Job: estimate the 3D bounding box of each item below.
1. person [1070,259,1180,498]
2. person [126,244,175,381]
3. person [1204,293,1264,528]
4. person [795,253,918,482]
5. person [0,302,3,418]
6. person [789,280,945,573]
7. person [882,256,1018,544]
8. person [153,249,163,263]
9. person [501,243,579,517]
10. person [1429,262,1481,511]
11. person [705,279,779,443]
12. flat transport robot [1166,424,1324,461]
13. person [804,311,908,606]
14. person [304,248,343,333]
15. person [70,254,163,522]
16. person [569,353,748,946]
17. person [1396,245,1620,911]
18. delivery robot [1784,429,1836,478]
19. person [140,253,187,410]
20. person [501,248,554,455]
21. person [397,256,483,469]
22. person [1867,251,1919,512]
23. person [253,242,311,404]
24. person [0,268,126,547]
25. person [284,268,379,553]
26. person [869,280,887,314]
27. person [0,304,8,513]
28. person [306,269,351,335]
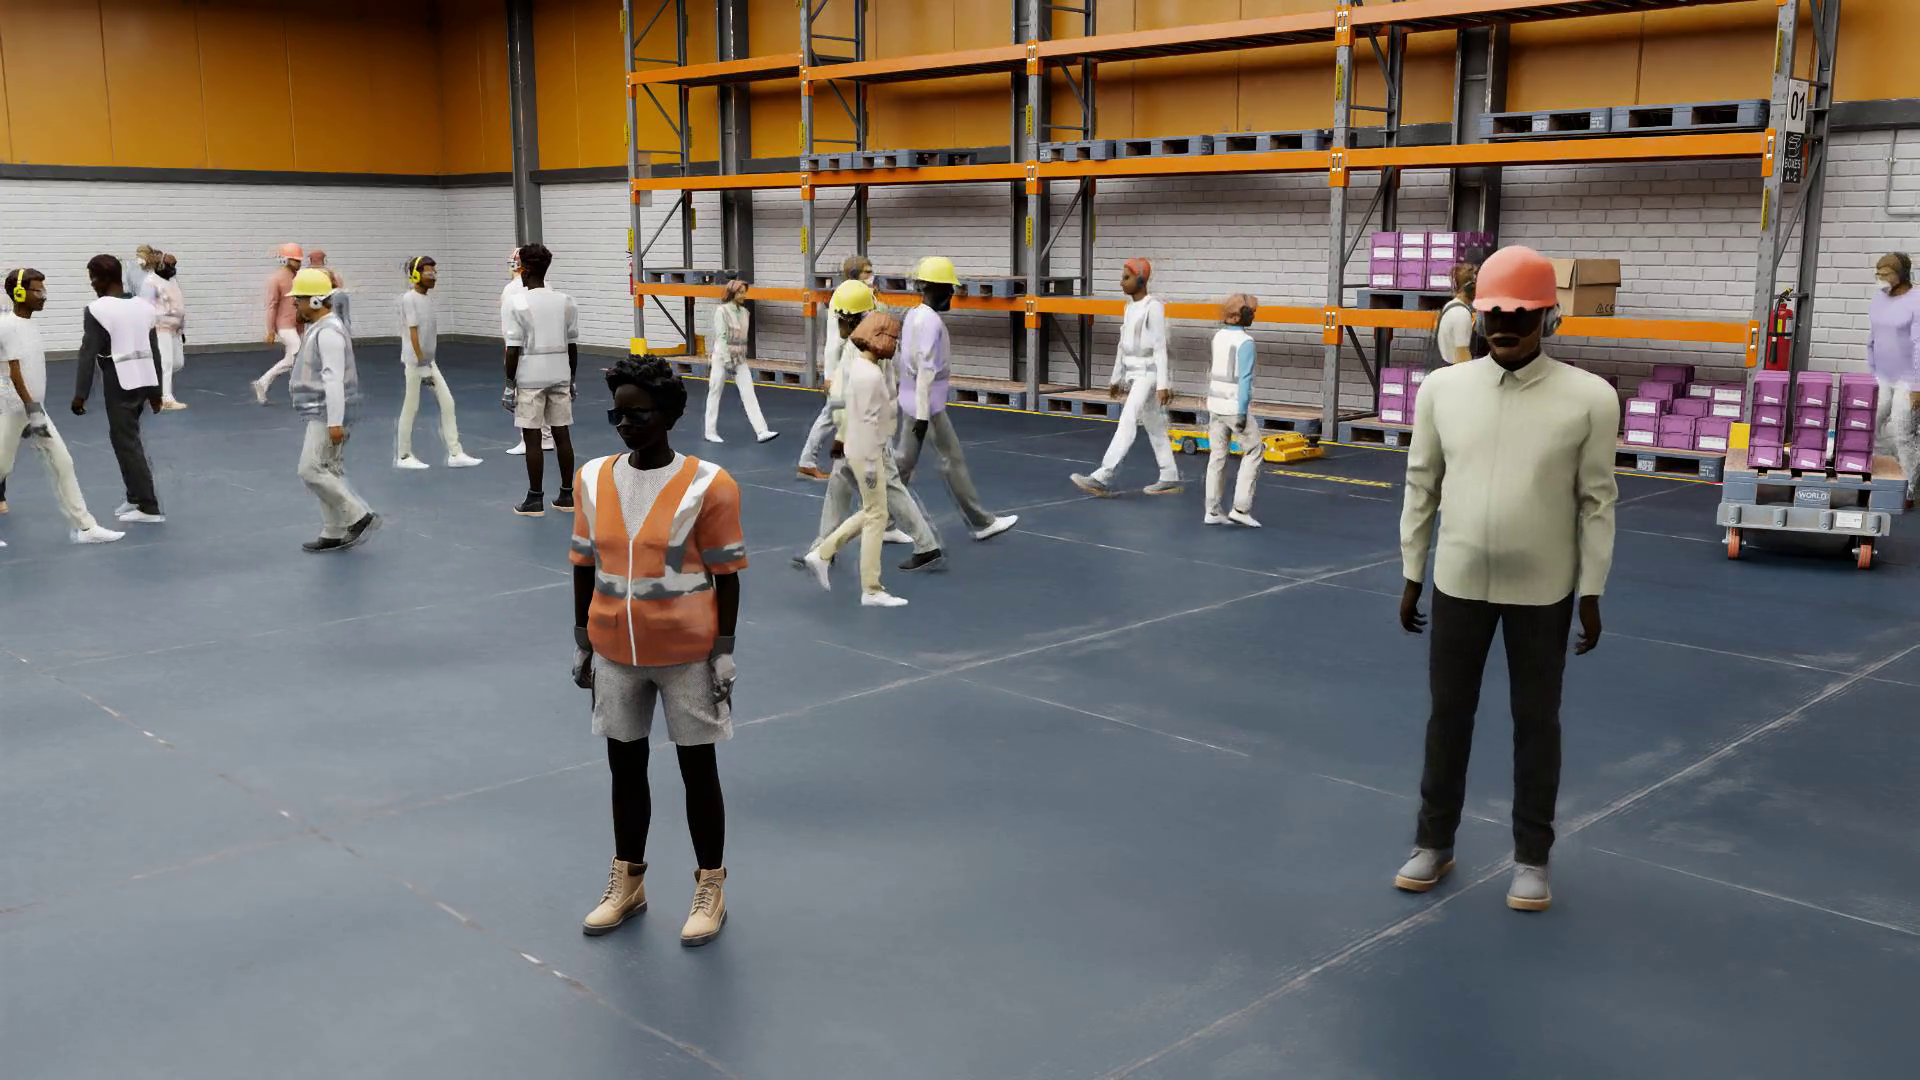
[{"bbox_3d":[1.306,-1.236,12.845,0.984,1.832,0.614,-2,11,-13],"label":"person"},{"bbox_3d":[-10.439,-2.882,21.606,0.638,1.919,0.759,1,10,6],"label":"person"},{"bbox_3d":[1.906,-0.891,11.541,0.437,1.626,0.528,-4,11,-21],"label":"person"},{"bbox_3d":[-0.891,-1.375,13.511,1.059,1.879,0.639,1,10,8],"label":"person"},{"bbox_3d":[-10.640,-2.130,18.028,0.734,1.721,0.480,8,13,36],"label":"person"},{"bbox_3d":[-0.534,-0.669,9.959,0.919,1.773,0.590,-2,11,-9],"label":"person"},{"bbox_3d":[-0.128,-0.896,10.864,0.985,1.873,0.607,-3,11,-14],"label":"person"},{"bbox_3d":[-13.208,-3.862,27.286,0.701,1.796,0.679,-3,11,-18],"label":"person"},{"bbox_3d":[-3.033,-1.153,12.035,0.363,1.966,0.610,10,14,43],"label":"person"},{"bbox_3d":[3.635,-1.104,12.148,0.464,1.827,0.558,2,11,11],"label":"person"},{"bbox_3d":[-2.163,-1.710,16.090,0.863,1.589,0.524,7,13,35],"label":"person"},{"bbox_3d":[2.566,-0.912,15.349,1.431,0.197,0.652,10,14,42],"label":"flat transport robot"},{"bbox_3d":[-0.573,-0.442,9.113,0.492,1.617,0.548,-2,11,-10],"label":"person"},{"bbox_3d":[-8.304,-2.839,21.526,0.655,1.870,0.946,-2,11,-9],"label":"person"},{"bbox_3d":[-5.967,-1.055,11.732,0.646,1.887,0.582,2,11,10],"label":"person"},{"bbox_3d":[-0.873,0.316,4.760,0.540,1.696,0.315,3,11,15],"label":"person"},{"bbox_3d":[1.623,0.124,5.002,0.622,1.990,0.402,6,12,29],"label":"person"},{"bbox_3d":[6.539,-0.594,12.572,0.707,0.478,0.477,-2,10,-12],"label":"delivery robot"},{"bbox_3d":[-9.362,-2.433,19.416,0.607,1.822,0.663,0,10,2],"label":"person"},{"bbox_3d":[-4.029,-1.743,15.418,0.403,1.906,0.651,4,11,21],"label":"person"},{"bbox_3d":[-4.541,-1.508,14.322,0.849,1.836,0.504,2,11,11],"label":"person"},{"bbox_3d":[6.819,-1.139,12.098,0.442,1.908,0.659,-3,11,-15],"label":"person"},{"bbox_3d":[-7.913,-2.500,19.445,0.930,1.950,0.581,2,11,11],"label":"person"},{"bbox_3d":[-6.082,-0.845,10.799,0.995,1.818,0.524,-1,10,-4],"label":"person"},{"bbox_3d":[-4.031,-0.804,10.538,0.419,1.815,0.617,-5,11,-25],"label":"person"},{"bbox_3d":[-0.954,-1.867,16.826,0.500,1.636,0.284,-6,12,-29],"label":"person"},{"bbox_3d":[-7.142,-1.152,11.828,0.538,2.000,0.684,0,10,-1],"label":"person"},{"bbox_3d":[-7.746,-2.509,20.401,0.502,1.613,0.620,-5,12,-25],"label":"person"}]
